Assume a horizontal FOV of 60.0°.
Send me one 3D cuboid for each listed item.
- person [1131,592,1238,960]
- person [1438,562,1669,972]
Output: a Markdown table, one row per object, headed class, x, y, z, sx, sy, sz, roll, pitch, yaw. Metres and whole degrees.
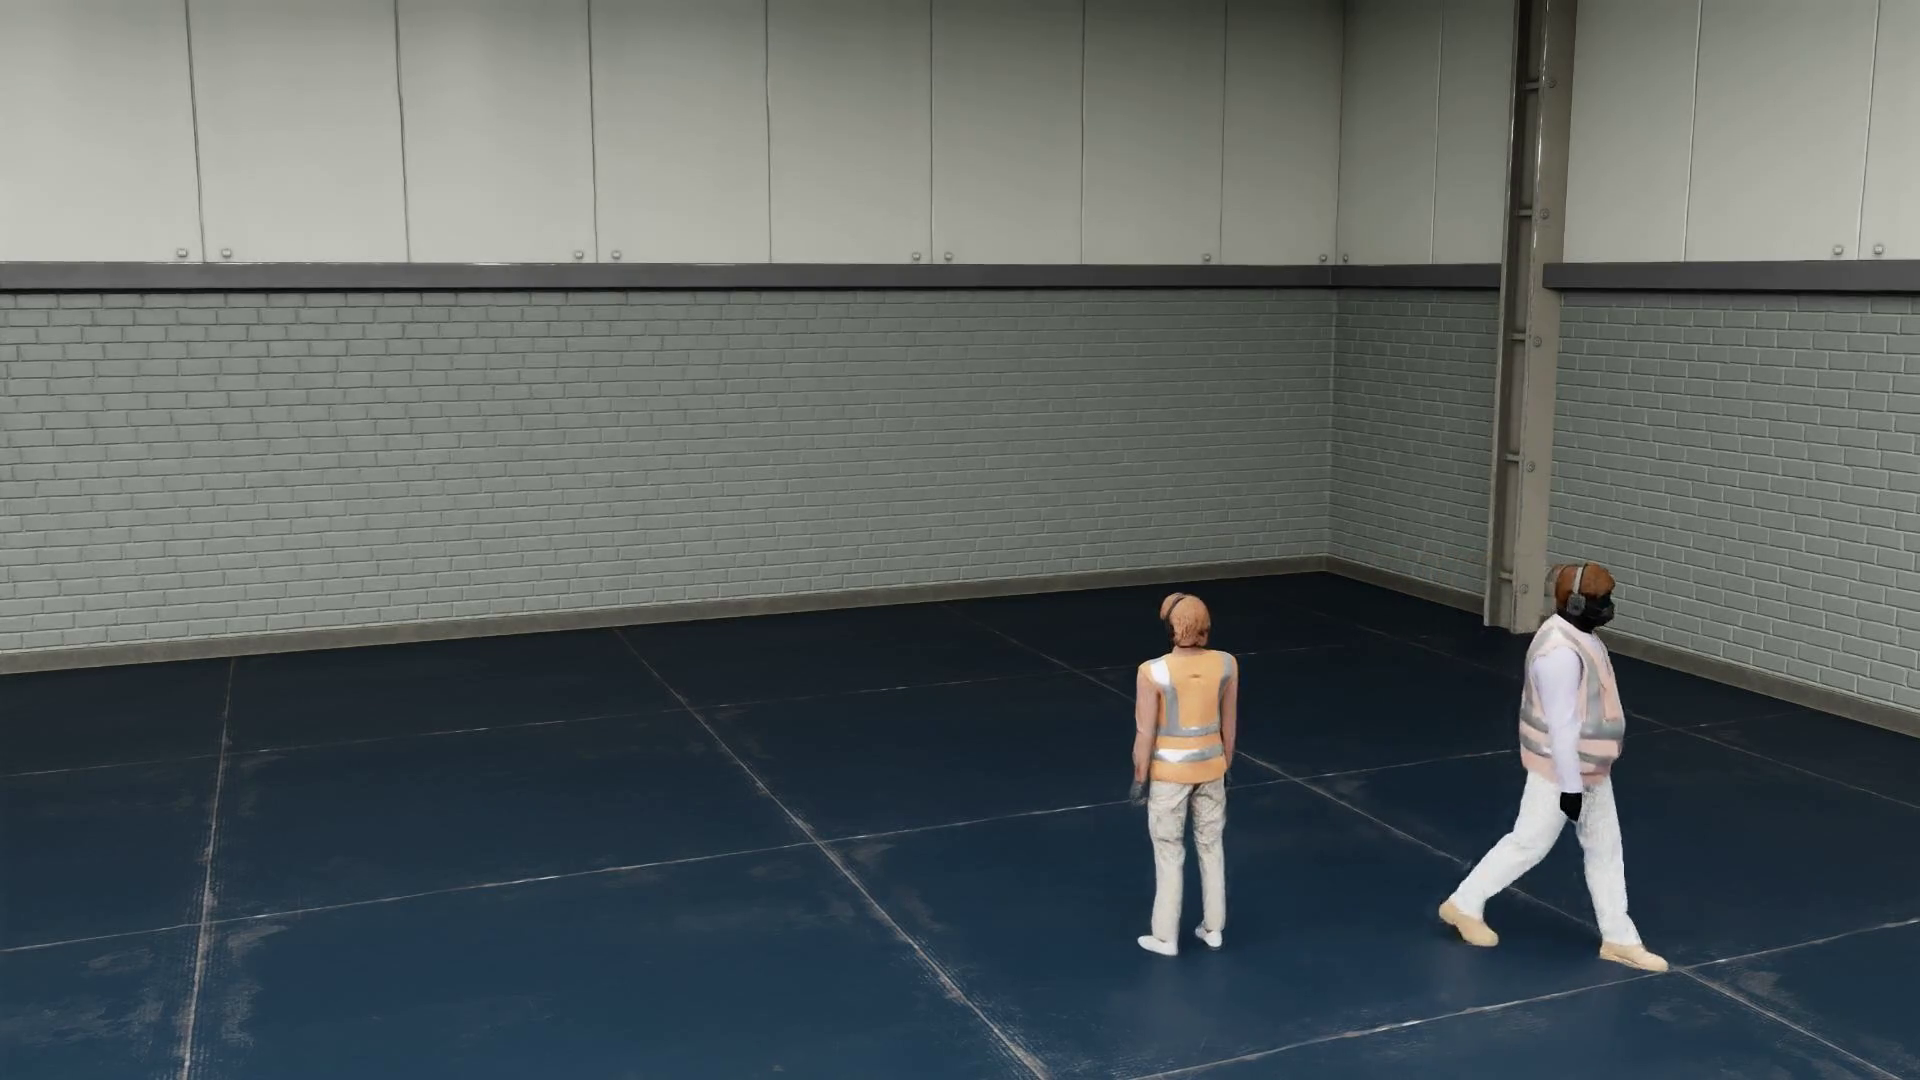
| class | x | y | z | sx | sy | sz | roll | pitch | yaw |
| --- | --- | --- | --- | --- | --- | --- | --- | --- | --- |
| person | 1.004 | 1.047 | 7.398 | 0.520 | 1.639 | 0.309 | -4 | 10 | -22 |
| person | 2.631 | 0.980 | 7.347 | 0.950 | 1.808 | 0.633 | 6 | 11 | 32 |
